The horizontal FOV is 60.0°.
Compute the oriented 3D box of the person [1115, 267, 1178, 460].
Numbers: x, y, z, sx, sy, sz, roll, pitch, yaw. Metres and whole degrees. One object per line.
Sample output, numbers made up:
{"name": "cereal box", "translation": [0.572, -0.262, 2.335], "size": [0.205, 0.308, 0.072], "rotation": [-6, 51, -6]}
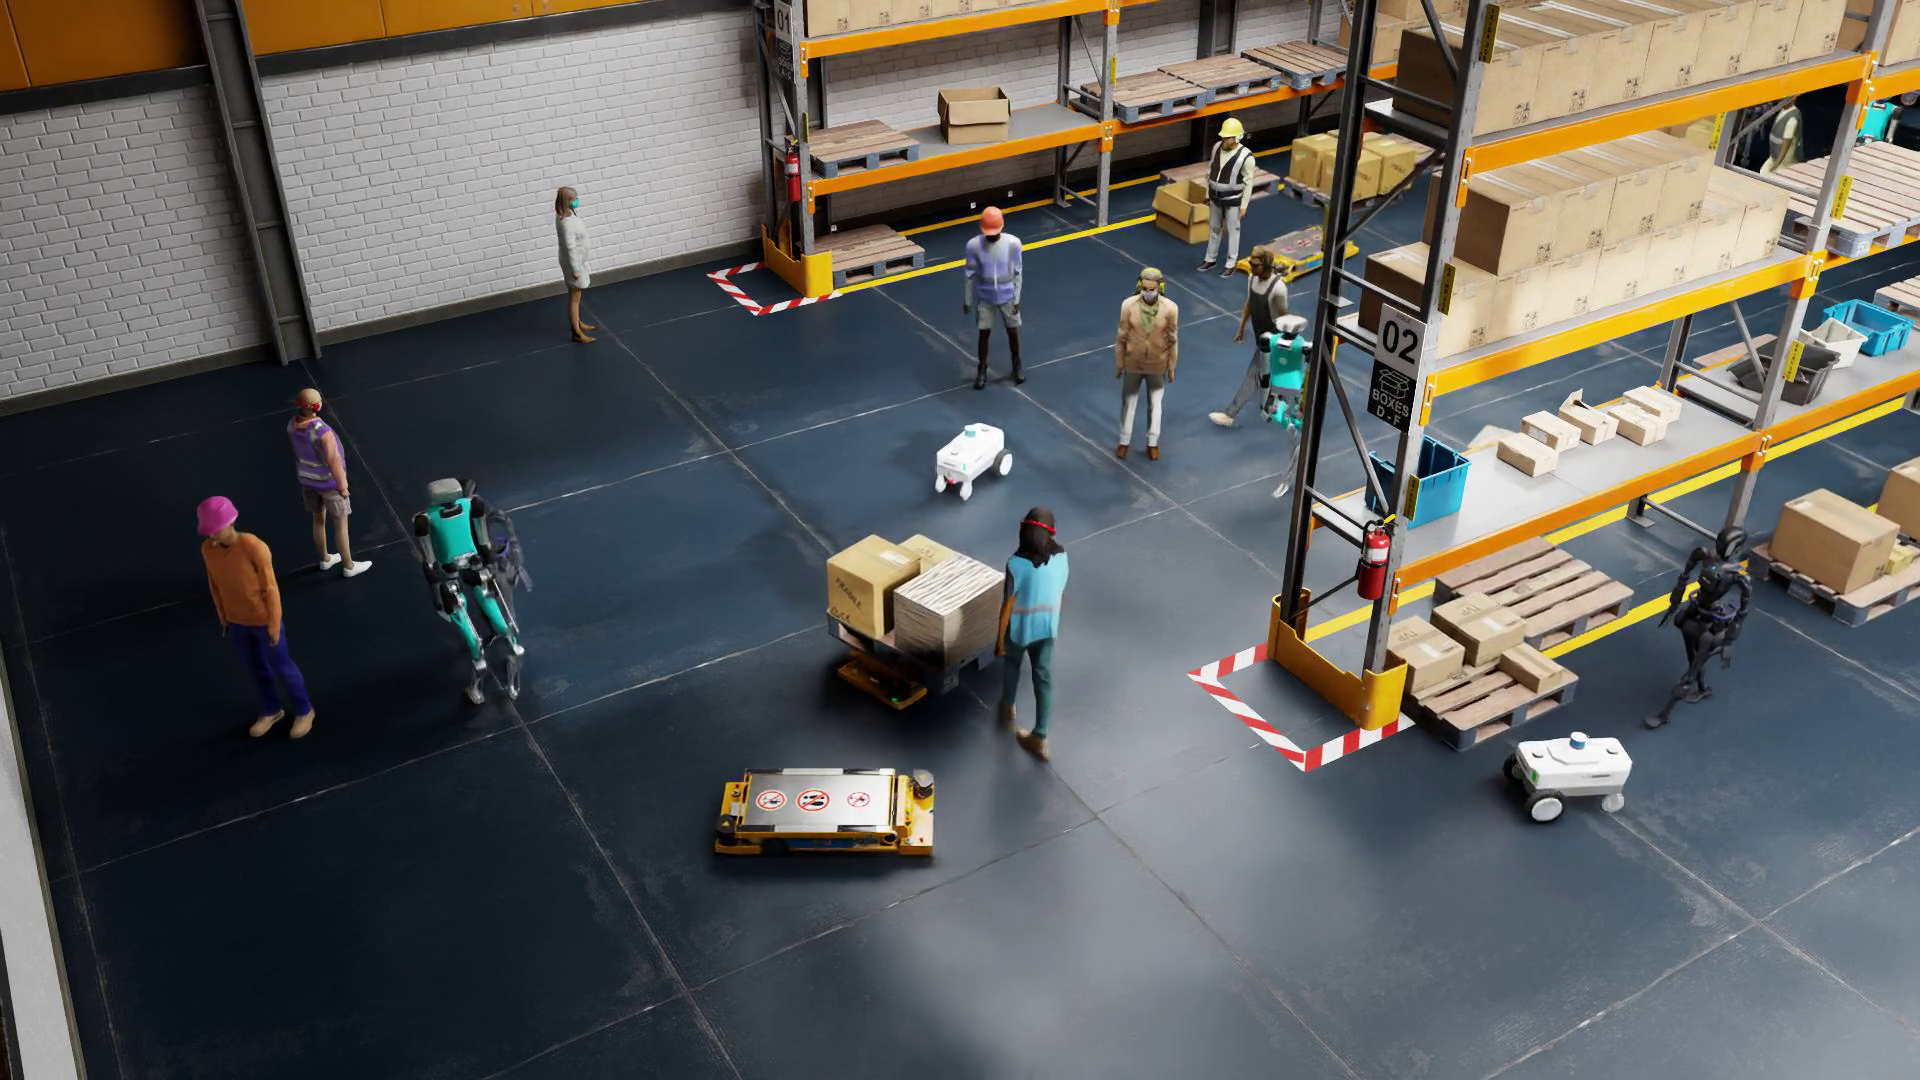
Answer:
{"name": "person", "translation": [1.687, -1.615, 15.150], "size": [0.564, 1.875, 0.391], "rotation": [4, 32, 6]}

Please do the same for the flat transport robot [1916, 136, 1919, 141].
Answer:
{"name": "flat transport robot", "translation": [13.994, -5.454, 22.782], "size": [1.431, 0.231, 0.659], "rotation": [0, 32, 0]}

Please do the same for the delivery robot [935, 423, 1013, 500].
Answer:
{"name": "delivery robot", "translation": [0.102, -0.755, 15.026], "size": [0.499, 0.603, 0.803], "rotation": [19, 37, 27]}

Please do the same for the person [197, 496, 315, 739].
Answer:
{"name": "person", "translation": [-4.961, 0.541, 11.622], "size": [0.518, 1.977, 0.401], "rotation": [6, 33, 9]}

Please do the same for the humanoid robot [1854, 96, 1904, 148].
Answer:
{"name": "humanoid robot", "translation": [10.694, -4.465, 19.756], "size": [0.530, 1.717, 0.751], "rotation": [21, 38, 29]}

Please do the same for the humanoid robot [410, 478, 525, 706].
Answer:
{"name": "humanoid robot", "translation": [-3.482, 0.449, 11.984], "size": [0.530, 1.769, 0.756], "rotation": [-23, 39, -32]}

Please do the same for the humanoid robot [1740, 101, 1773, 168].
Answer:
{"name": "humanoid robot", "translation": [10.079, -5.387, 21.347], "size": [0.583, 1.654, 0.400], "rotation": [22, 38, 31]}

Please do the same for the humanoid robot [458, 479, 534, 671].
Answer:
{"name": "humanoid robot", "translation": [-3.518, 0.199, 12.467], "size": [0.601, 1.622, 0.561], "rotation": [-1, 32, -1]}

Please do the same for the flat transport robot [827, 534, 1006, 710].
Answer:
{"name": "flat transport robot", "translation": [-0.213, 0.801, 12.807], "size": [0.659, 0.231, 1.431], "rotation": [25, 40, 34]}

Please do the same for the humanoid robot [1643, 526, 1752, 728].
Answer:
{"name": "humanoid robot", "translation": [5.303, 0.588, 11.865], "size": [0.787, 1.622, 0.602], "rotation": [-17, 36, -24]}

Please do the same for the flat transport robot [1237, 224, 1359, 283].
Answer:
{"name": "flat transport robot", "translation": [3.959, -3.340, 19.410], "size": [1.431, 0.231, 0.659], "rotation": [-25, 40, -34]}

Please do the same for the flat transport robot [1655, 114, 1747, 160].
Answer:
{"name": "flat transport robot", "translation": [9.655, -5.072, 22.173], "size": [0.659, 0.231, 1.431], "rotation": [27, 41, 36]}

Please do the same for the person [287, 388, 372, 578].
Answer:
{"name": "person", "translation": [-5.155, -0.459, 13.481], "size": [0.481, 1.686, 0.344], "rotation": [15, 35, 23]}

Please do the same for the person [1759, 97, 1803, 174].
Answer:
{"name": "person", "translation": [9.763, -4.539, 19.892], "size": [0.929, 1.781, 0.700], "rotation": [4, 32, 6]}

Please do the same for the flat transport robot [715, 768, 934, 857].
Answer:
{"name": "flat transport robot", "translation": [-0.896, 1.827, 11.171], "size": [1.431, 0.231, 0.659], "rotation": [0, 32, 0]}

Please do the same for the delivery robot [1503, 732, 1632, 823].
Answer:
{"name": "delivery robot", "translation": [4.121, 1.580, 11.313], "size": [0.797, 0.614, 0.499], "rotation": [-2, 32, -4]}

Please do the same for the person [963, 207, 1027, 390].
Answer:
{"name": "person", "translation": [0.363, -2.401, 16.365], "size": [0.684, 1.911, 0.534], "rotation": [2, 32, 3]}

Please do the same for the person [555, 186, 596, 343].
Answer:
{"name": "person", "translation": [-4.015, -2.890, 17.377], "size": [0.336, 1.660, 0.495], "rotation": [-5, 32, -8]}

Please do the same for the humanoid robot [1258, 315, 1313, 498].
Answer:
{"name": "humanoid robot", "translation": [2.999, -1.242, 14.732], "size": [0.553, 1.821, 0.893], "rotation": [20, 37, 29]}

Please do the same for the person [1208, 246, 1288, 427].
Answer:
{"name": "person", "translation": [2.805, -1.921, 15.717], "size": [0.967, 1.791, 0.528], "rotation": [-12, 34, -18]}

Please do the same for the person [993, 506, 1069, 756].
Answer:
{"name": "person", "translation": [0.457, 0.586, 11.687], "size": [0.583, 1.820, 0.863], "rotation": [-10, 33, -15]}

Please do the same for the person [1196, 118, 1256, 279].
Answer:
{"name": "person", "translation": [2.999, -3.863, 18.772], "size": [0.587, 1.834, 0.404], "rotation": [27, 41, 36]}
